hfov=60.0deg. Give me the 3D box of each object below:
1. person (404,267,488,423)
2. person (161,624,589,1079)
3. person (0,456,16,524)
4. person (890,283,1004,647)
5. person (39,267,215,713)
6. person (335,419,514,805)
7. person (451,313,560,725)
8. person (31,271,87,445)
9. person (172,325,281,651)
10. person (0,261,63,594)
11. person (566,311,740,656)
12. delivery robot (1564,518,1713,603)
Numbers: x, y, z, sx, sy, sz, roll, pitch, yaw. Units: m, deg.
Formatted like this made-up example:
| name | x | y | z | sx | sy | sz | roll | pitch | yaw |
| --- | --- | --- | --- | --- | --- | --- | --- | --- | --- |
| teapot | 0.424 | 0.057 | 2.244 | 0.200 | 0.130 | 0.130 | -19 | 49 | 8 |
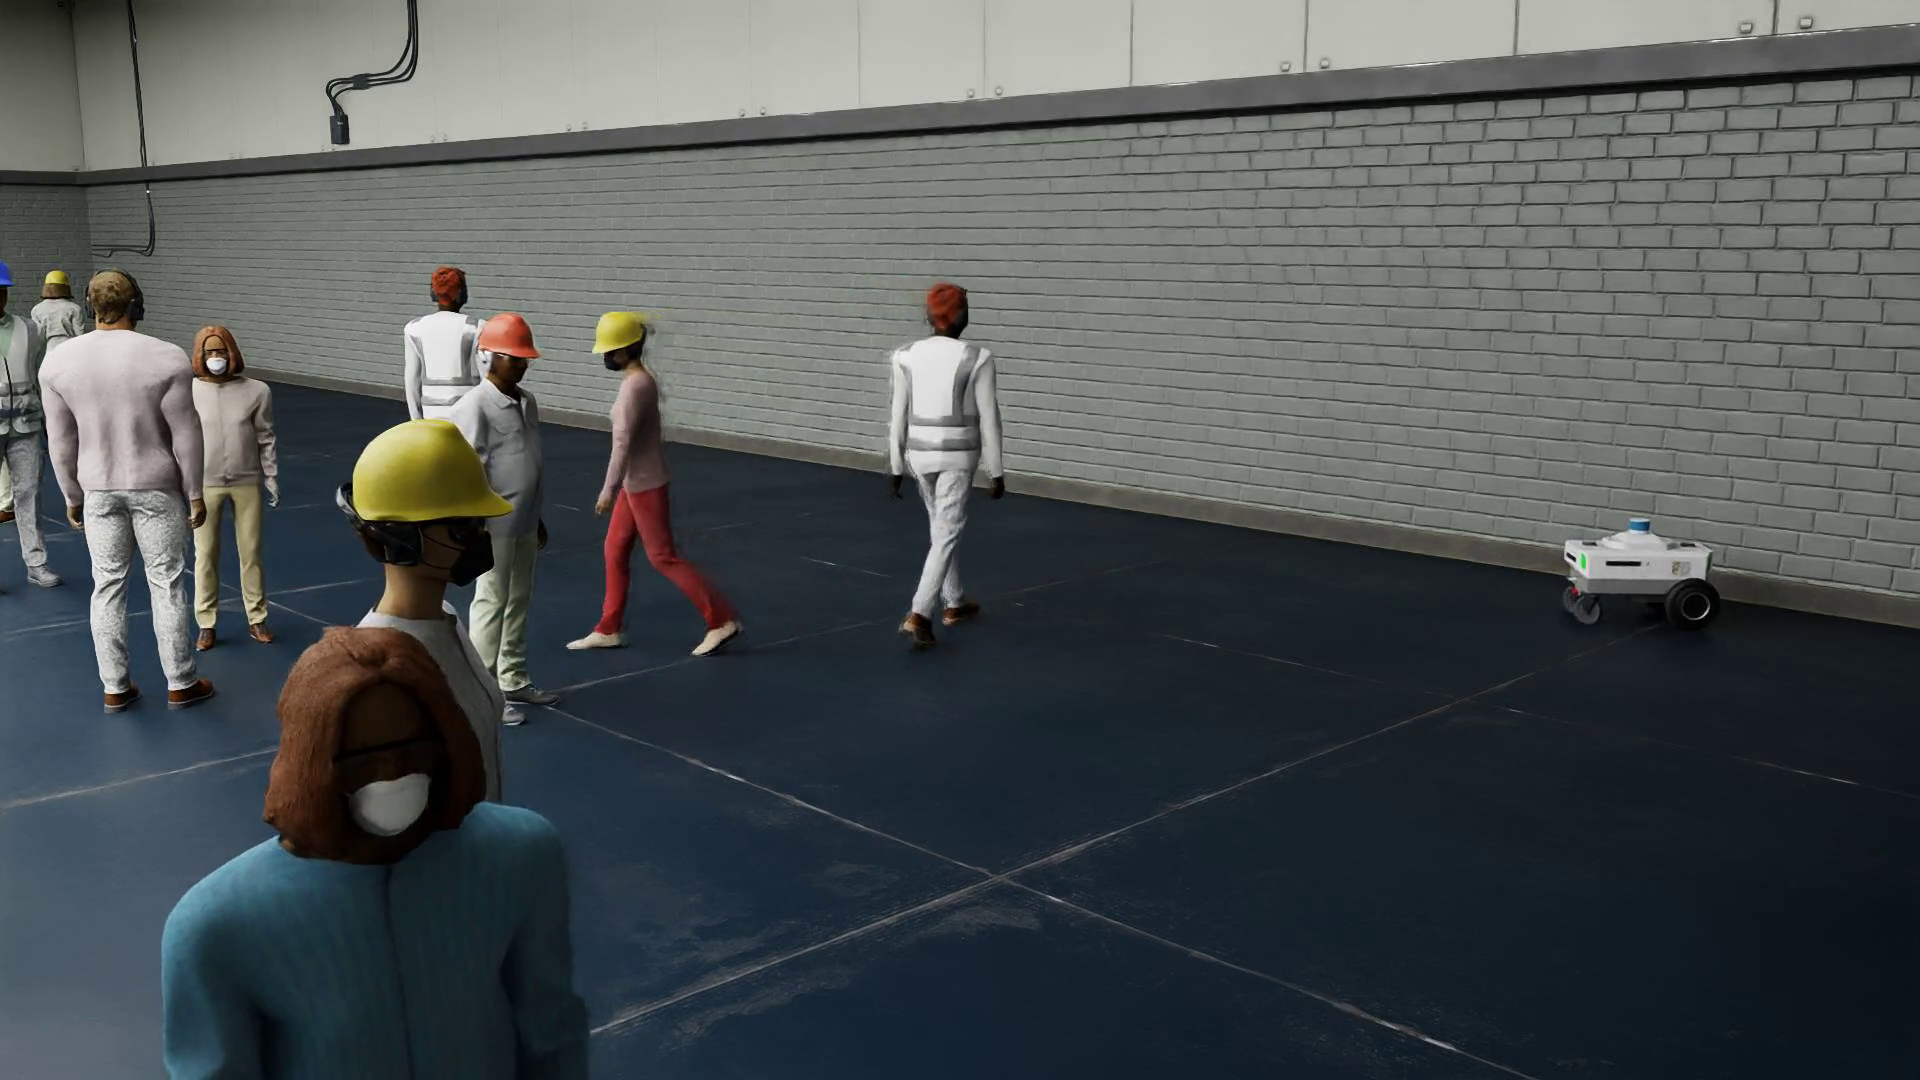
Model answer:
| name | x | y | z | sx | sy | sz | roll | pitch | yaw |
| --- | --- | --- | --- | --- | --- | --- | --- | --- | --- |
| person | -3.135 | -0.743 | 10.330 | 0.576 | 1.882 | 0.362 | 1 | 10 | 7 |
| person | -0.711 | 0.892 | 2.124 | 0.513 | 1.626 | 0.298 | -8 | 13 | -37 |
| person | -7.060 | -0.925 | 11.992 | 0.507 | 1.635 | 0.273 | 7 | 13 | 34 |
| person | -0.092 | -0.395 | 8.560 | 0.591 | 1.845 | 0.969 | 5 | 12 | 26 |
| person | -3.603 | -0.205 | 7.240 | 0.631 | 1.940 | 0.372 | -1 | 10 | -8 |
| person | -0.916 | 0.669 | 2.946 | 0.315 | 1.769 | 0.523 | -1 | 10 | -8 |
| person | -1.931 | -0.097 | 7.160 | 0.340 | 1.747 | 0.569 | 3 | 11 | 14 |
| person | -8.724 | -1.746 | 16.202 | 0.485 | 1.736 | 0.309 | -1 | 10 | -6 |
| person | -3.700 | -0.264 | 8.396 | 0.504 | 1.632 | 0.269 | -6 | 12 | -29 |
| person | -5.590 | -0.663 | 9.704 | 0.382 | 1.951 | 0.606 | 8 | 13 | 38 |
| person | -1.518 | -0.270 | 8.187 | 0.831 | 1.717 | 0.522 | -2 | 11 | -10 |
| delivery robot | 3.642 | 0.126 | 8.954 | 0.707 | 0.478 | 0.477 | 1 | 10 | 4 |
